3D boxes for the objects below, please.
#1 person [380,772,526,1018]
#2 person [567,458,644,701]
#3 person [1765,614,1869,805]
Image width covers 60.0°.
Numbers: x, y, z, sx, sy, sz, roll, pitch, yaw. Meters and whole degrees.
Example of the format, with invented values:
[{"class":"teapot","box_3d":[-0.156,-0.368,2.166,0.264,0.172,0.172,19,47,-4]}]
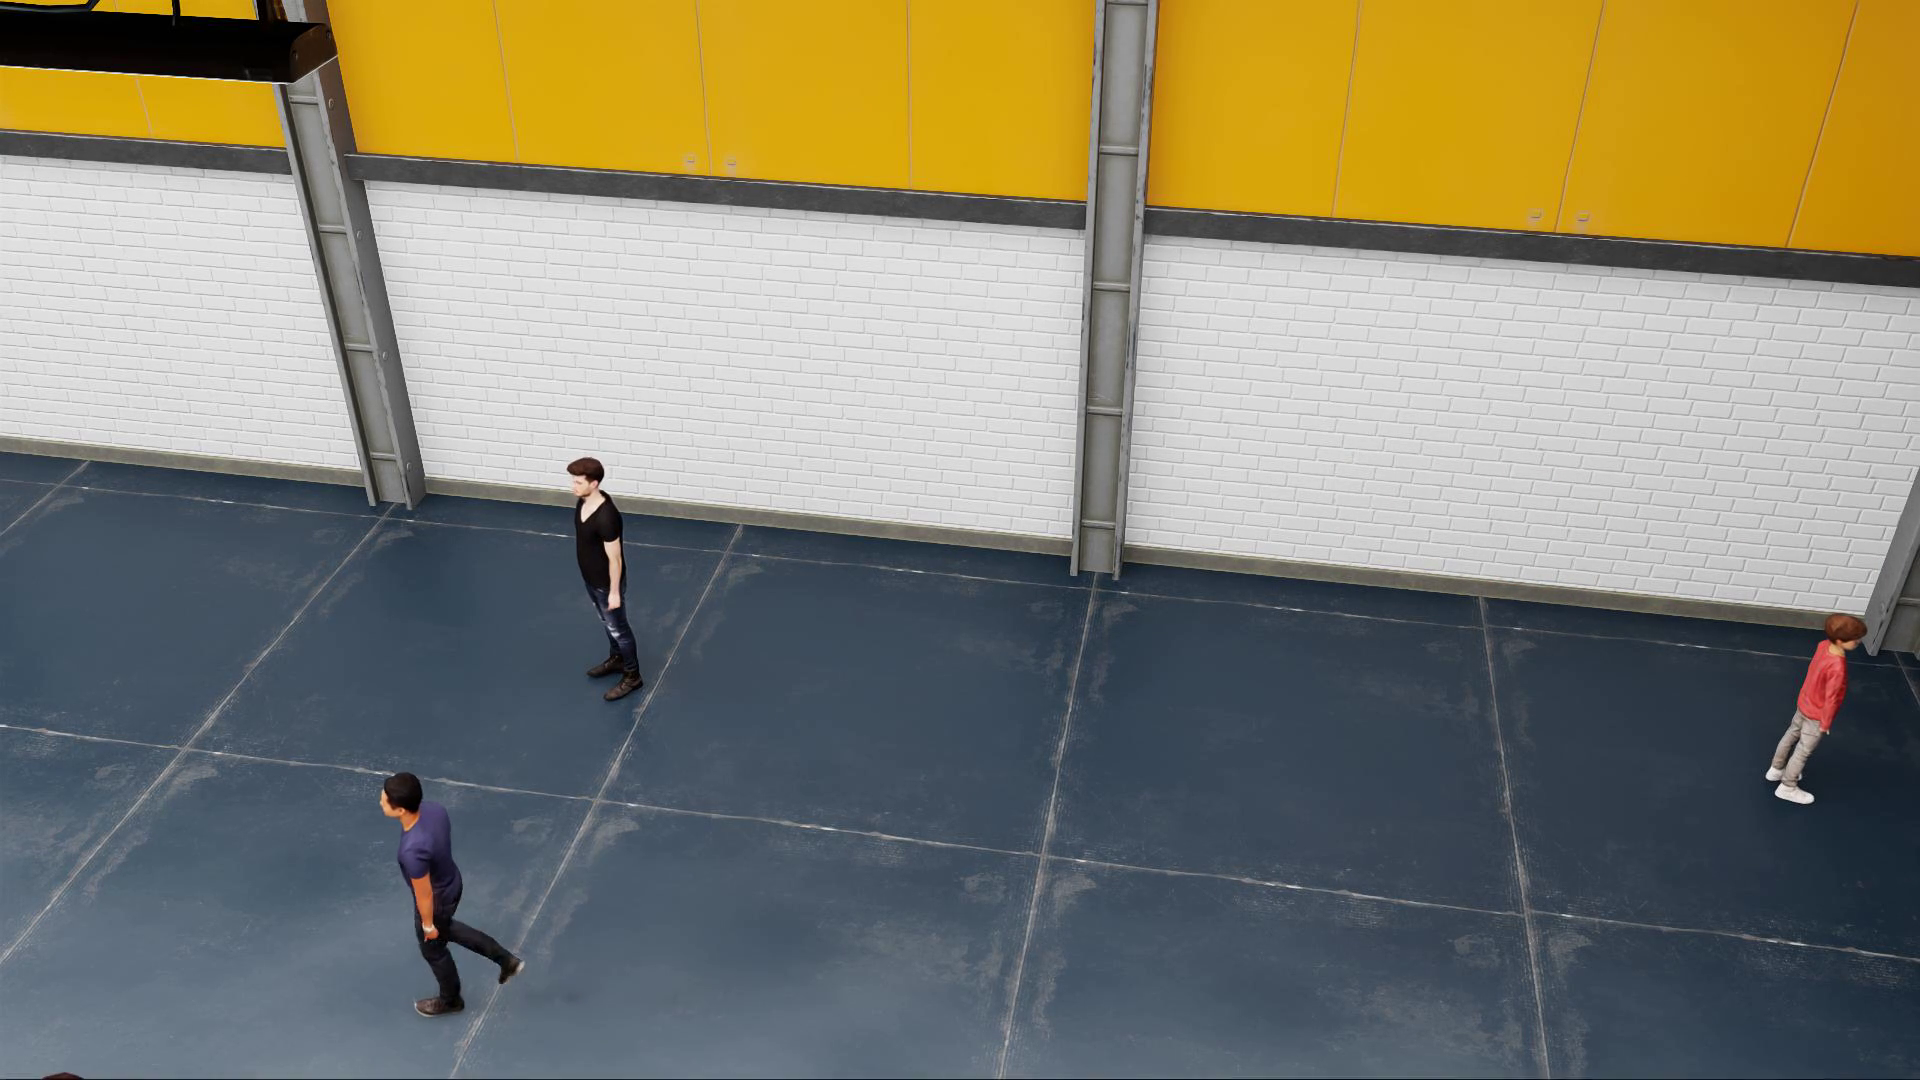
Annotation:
[{"class":"person","box_3d":[-2.802,1.952,9.156,0.931,1.779,0.760,-1,34,-2]},{"class":"person","box_3d":[-2.476,0.249,11.612,0.804,1.896,0.761,-19,38,-26]},{"class":"person","box_3d":[5.557,1.074,10.804,0.473,1.417,0.524,3,34,5]}]
